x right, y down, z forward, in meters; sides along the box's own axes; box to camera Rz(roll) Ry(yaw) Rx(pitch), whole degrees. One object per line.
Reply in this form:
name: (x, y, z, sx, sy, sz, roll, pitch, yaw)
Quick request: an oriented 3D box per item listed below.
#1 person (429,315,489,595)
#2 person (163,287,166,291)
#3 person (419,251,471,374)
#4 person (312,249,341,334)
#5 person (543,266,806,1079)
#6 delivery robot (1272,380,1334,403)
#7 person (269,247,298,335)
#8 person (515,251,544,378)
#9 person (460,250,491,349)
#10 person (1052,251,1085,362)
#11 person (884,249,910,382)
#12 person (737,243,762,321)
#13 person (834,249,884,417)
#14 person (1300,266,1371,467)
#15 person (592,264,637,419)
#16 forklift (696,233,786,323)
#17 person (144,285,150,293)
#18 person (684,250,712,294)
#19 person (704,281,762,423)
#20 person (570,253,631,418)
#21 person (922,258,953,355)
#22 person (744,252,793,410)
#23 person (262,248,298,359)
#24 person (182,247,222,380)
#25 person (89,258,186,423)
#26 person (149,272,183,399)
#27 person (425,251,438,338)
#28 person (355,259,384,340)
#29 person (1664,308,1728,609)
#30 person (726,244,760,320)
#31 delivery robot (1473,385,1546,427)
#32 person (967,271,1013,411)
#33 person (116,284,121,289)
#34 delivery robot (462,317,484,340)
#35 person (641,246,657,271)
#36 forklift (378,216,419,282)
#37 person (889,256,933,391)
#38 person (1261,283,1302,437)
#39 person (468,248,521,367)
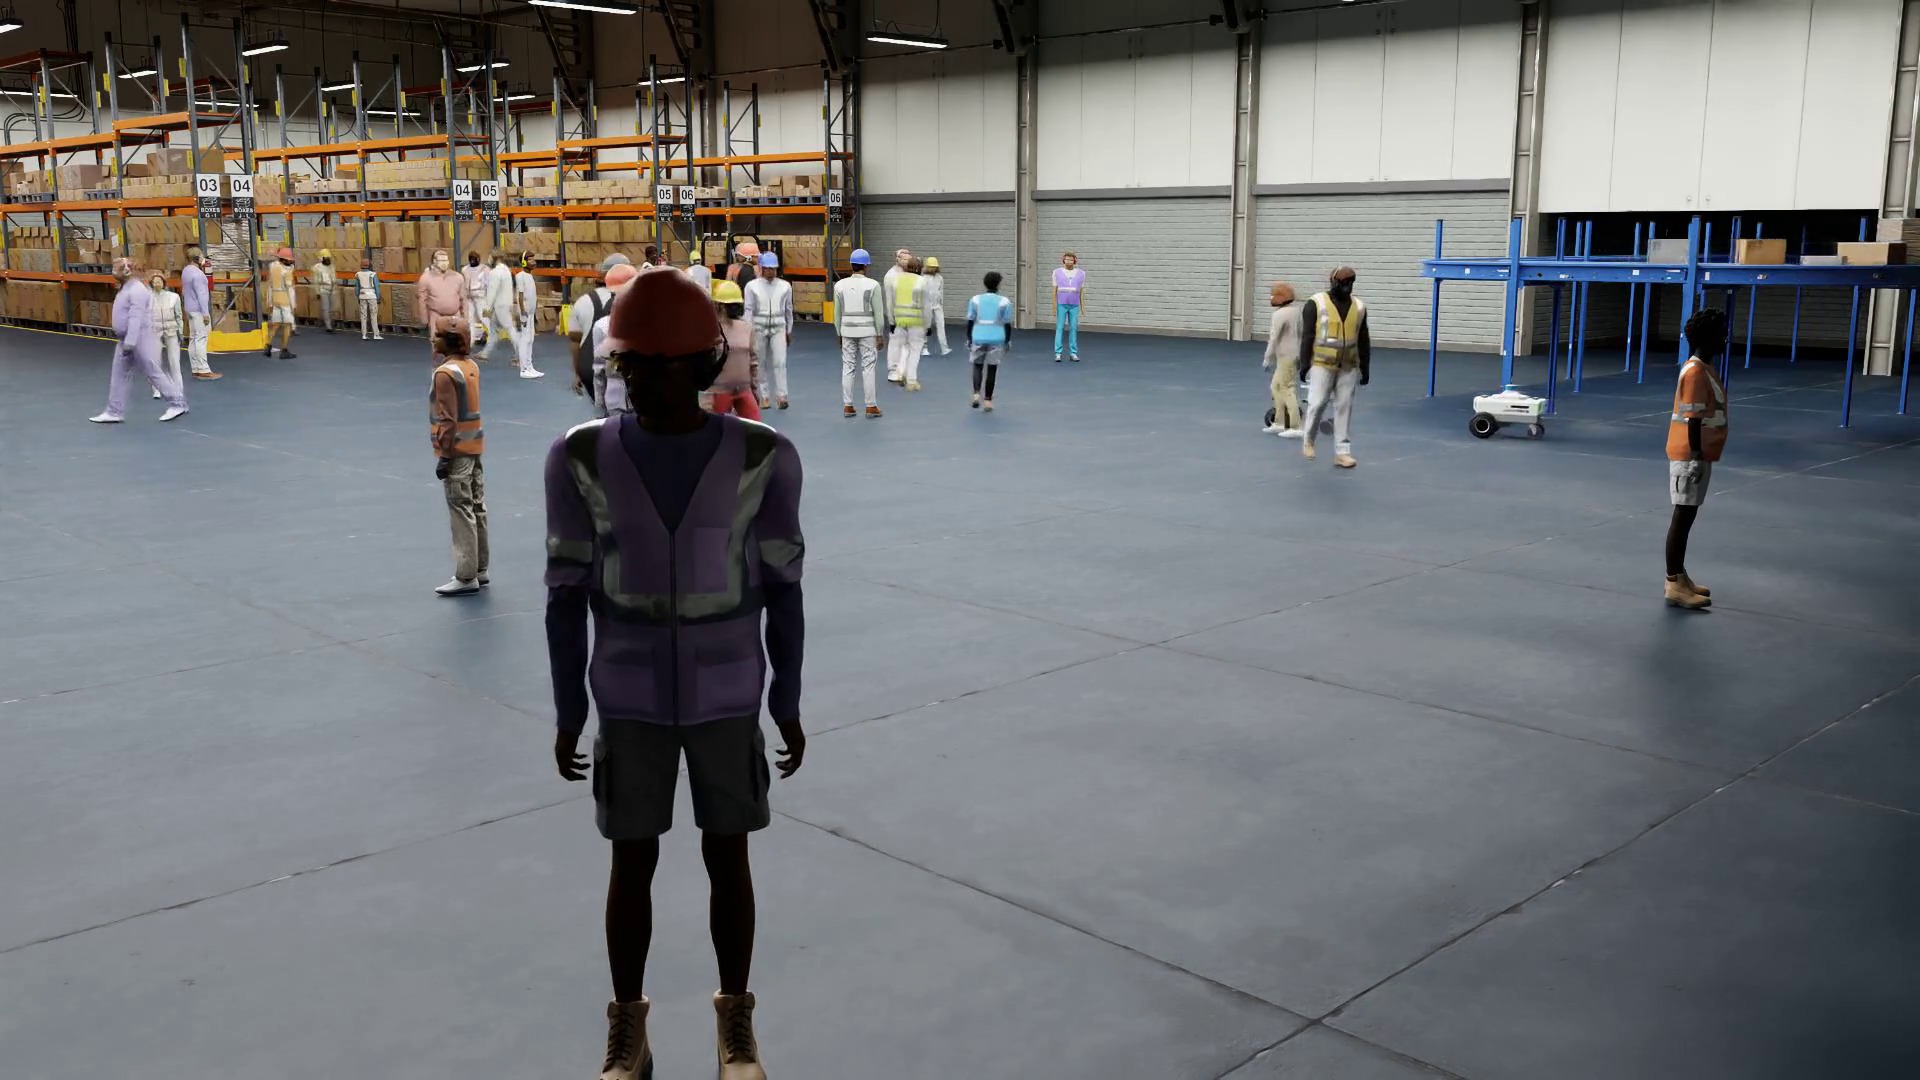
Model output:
person: (-2.978, -0.509, 9.883, 0.306, 1.645, 0.522, 0, 10, 2)
person: (-22.312, -7.333, 46.377, 0.434, 1.909, 0.666, -9, 14, -41)
person: (-7.268, -3.131, 23.525, 0.649, 1.889, 0.445, -7, 12, -32)
person: (-13.599, -5.344, 35.770, 0.431, 1.815, 0.604, 8, 13, 38)
person: (-0.668, 0.379, 3.961, 0.611, 2.038, 0.392, -1, 10, -7)
delivery robot: (3.761, -1.628, 18.112, 0.698, 0.223, 0.335, 6, 12, 30)
person: (-14.441, -5.301, 35.424, 0.743, 1.861, 0.577, 8, 13, 39)
person: (-6.449, -3.373, 24.884, 0.327, 1.874, 0.519, 1, 10, 4)
person: (-9.127, -4.542, 31.375, 0.647, 1.829, 0.644, 3, 11, 15)
person: (1.822, -3.931, 28.018, 0.563, 1.838, 0.389, -2, 11, -10)
person: (-0.838, -3.260, 24.179, 0.402, 1.904, 0.651, 5, 12, 26)
person: (-3.035, -3.290, 24.091, 0.383, 1.994, 0.618, -3, 11, -15)
person: (-1.171, -2.415, 19.450, 0.614, 1.947, 0.388, 4, 11, 19)
person: (3.460, -1.599, 15.311, 0.679, 1.830, 0.468, -2, 11, -12)
person: (-2.246, -0.939, 11.480, 0.564, 1.919, 0.501, 1, 10, 7)
forklift: (-5.496, -6.489, 41.108, 2.313, 2.155, 1.214, -10, 14, -44)
person: (-23.448, -7.434, 47.678, 0.280, 1.633, 0.503, 5, 11, 24)
person: (-5.140, -4.747, 32.511, 0.614, 1.819, 0.590, -6, 12, -32)
person: (-1.770, -1.137, 12.994, 0.559, 1.750, 0.410, -9, 14, -41)
person: (-2.977, -1.452, 14.062, 0.694, 2.000, 0.961, 3, 11, 14)
person: (-0.446, -4.091, 29.248, 0.498, 1.708, 0.823, -6, 12, -28)
person: (-2.303, -2.520, 20.152, 0.614, 1.891, 1.005, -2, 11, -13)
person: (-11.717, -4.077, 28.669, 0.659, 1.896, 0.525, 6, 12, 29)
person: (-11.206, -3.334, 24.486, 0.372, 1.940, 0.631, -10, 14, -42)
person: (-9.365, -2.264, 18.881, 0.982, 1.866, 0.650, -10, 15, -44)
person: (-10.398, -2.665, 21.686, 0.508, 1.628, 0.320, -6, 12, -28)
person: (-10.457, -4.868, 33.214, 0.878, 1.816, 0.514, 9, 13, 39)
person: (-11.971, -4.867, 33.667, 0.513, 1.638, 0.308, 2, 11, 10)
person: (4.231, -0.477, 9.566, 0.318, 1.696, 0.532, 5, 11, 25)
person: (-3.925, -4.287, 29.654, 0.613, 1.941, 1.008, 5, 12, 26)
delivery robot: (5.801, -1.396, 17.556, 0.707, 0.478, 0.477, 5, 11, 24)
person: (0.364, -2.407, 20.138, 0.549, 1.682, 0.399, 2, 11, 11)
person: (-22.044, -6.753, 43.373, 0.822, 1.857, 0.575, 10, 14, 44)
delivery robot: (-9.628, -4.116, 32.385, 0.707, 0.478, 0.477, 5, 12, 28)
person: (-5.722, -4.461, 30.695, 0.392, 1.916, 0.592, -2, 11, -12)
forklift: (-17.868, -9.201, 54.028, 1.873, 2.768, 1.129, -10, 14, -44)
person: (-0.650, -2.956, 22.742, 0.645, 1.823, 0.452, 6, 12, 31)
person: (3.381, -1.888, 17.473, 0.543, 1.611, 0.518, 6, 12, 30)
person: (-7.514, -3.755, 26.894, 1.018, 1.885, 0.649, 0, 10, 0)
